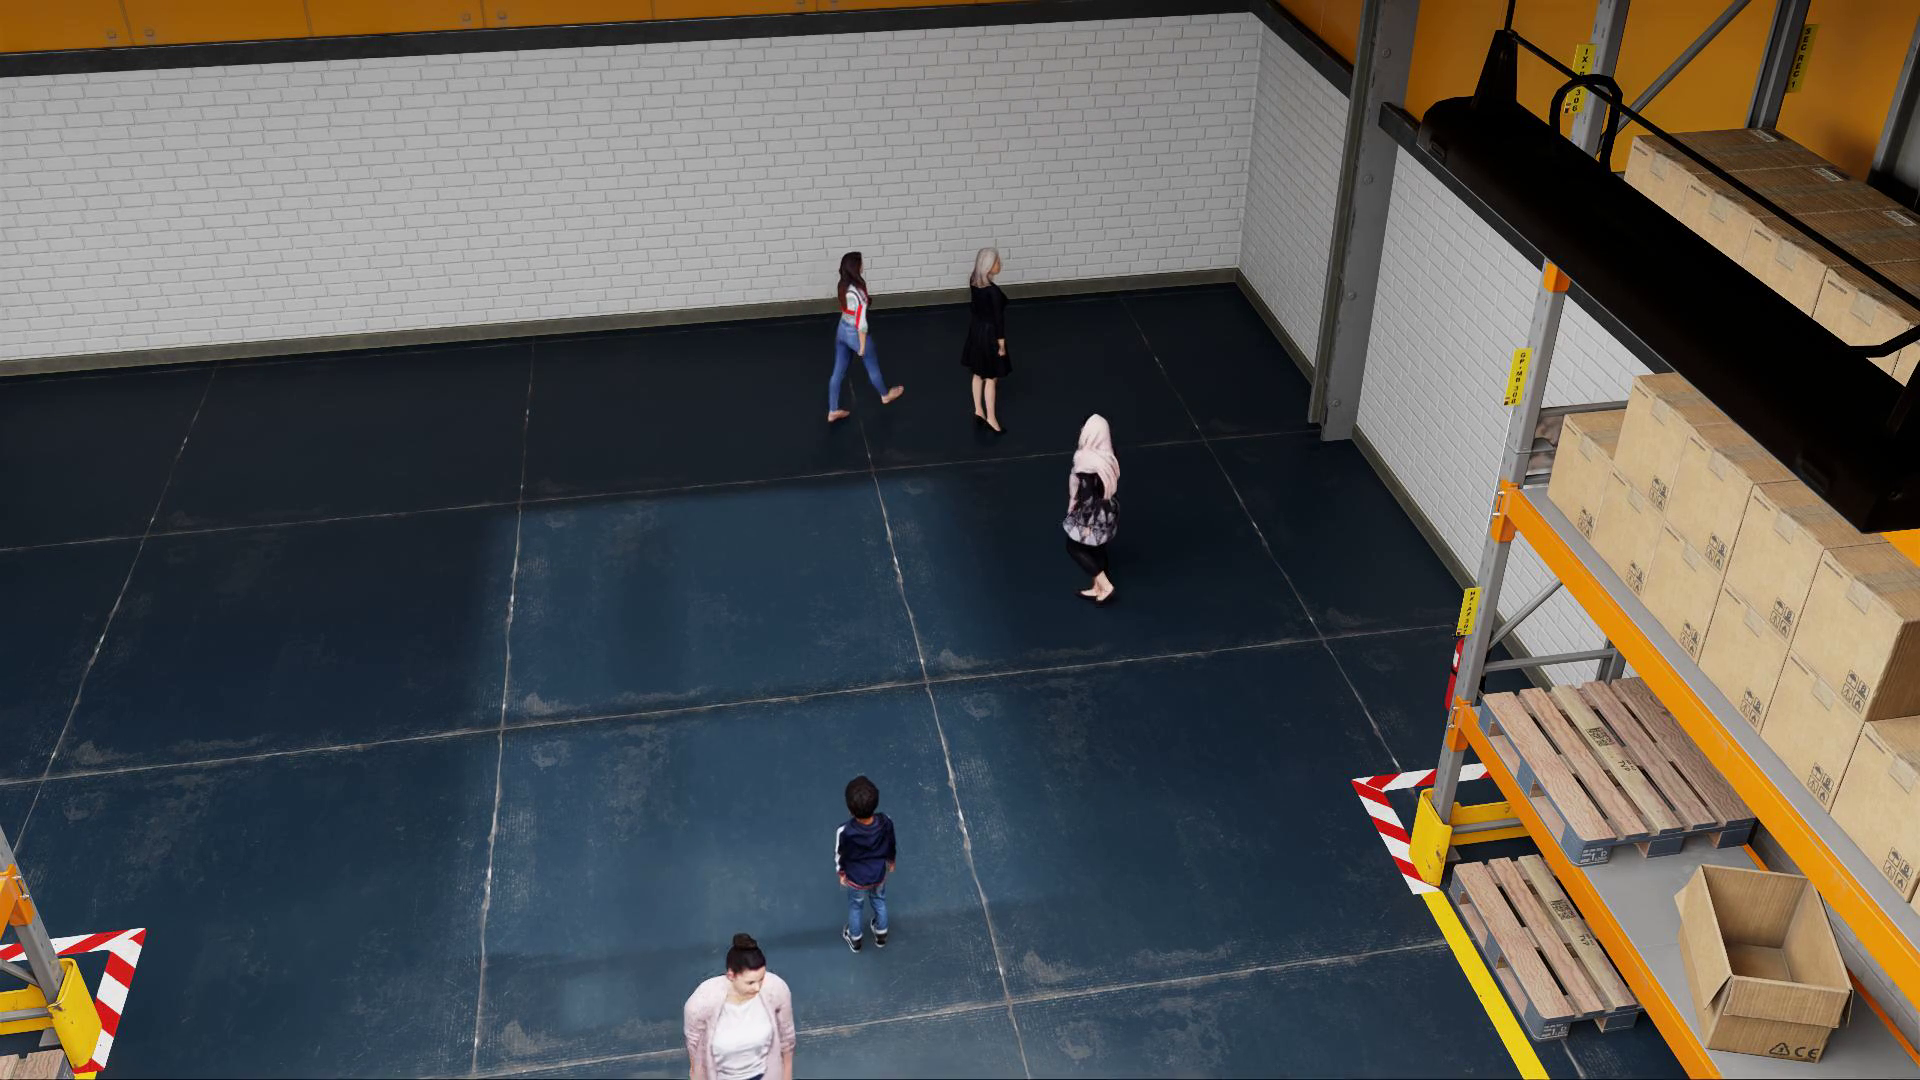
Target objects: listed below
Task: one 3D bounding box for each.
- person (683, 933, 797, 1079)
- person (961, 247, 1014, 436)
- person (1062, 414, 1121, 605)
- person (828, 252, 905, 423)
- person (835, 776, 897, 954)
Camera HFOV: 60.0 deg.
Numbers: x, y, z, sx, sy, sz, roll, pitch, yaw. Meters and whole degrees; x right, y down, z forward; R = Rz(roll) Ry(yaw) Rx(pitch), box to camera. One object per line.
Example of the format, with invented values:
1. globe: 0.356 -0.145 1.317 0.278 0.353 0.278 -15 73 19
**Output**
1. person: -1.098 2.514 8.219 0.745 1.719 0.751 -8 34 -12
2. person: 0.243 -1.748 14.606 0.738 1.747 0.623 -19 38 -26
3. person: 1.079 -0.184 12.363 0.866 1.625 0.807 17 37 24
4. person: -1.016 -1.777 14.809 0.996 1.570 1.061 -26 41 -33
5. person: -0.550 1.891 9.609 0.545 1.219 0.513 -12 35 -17
